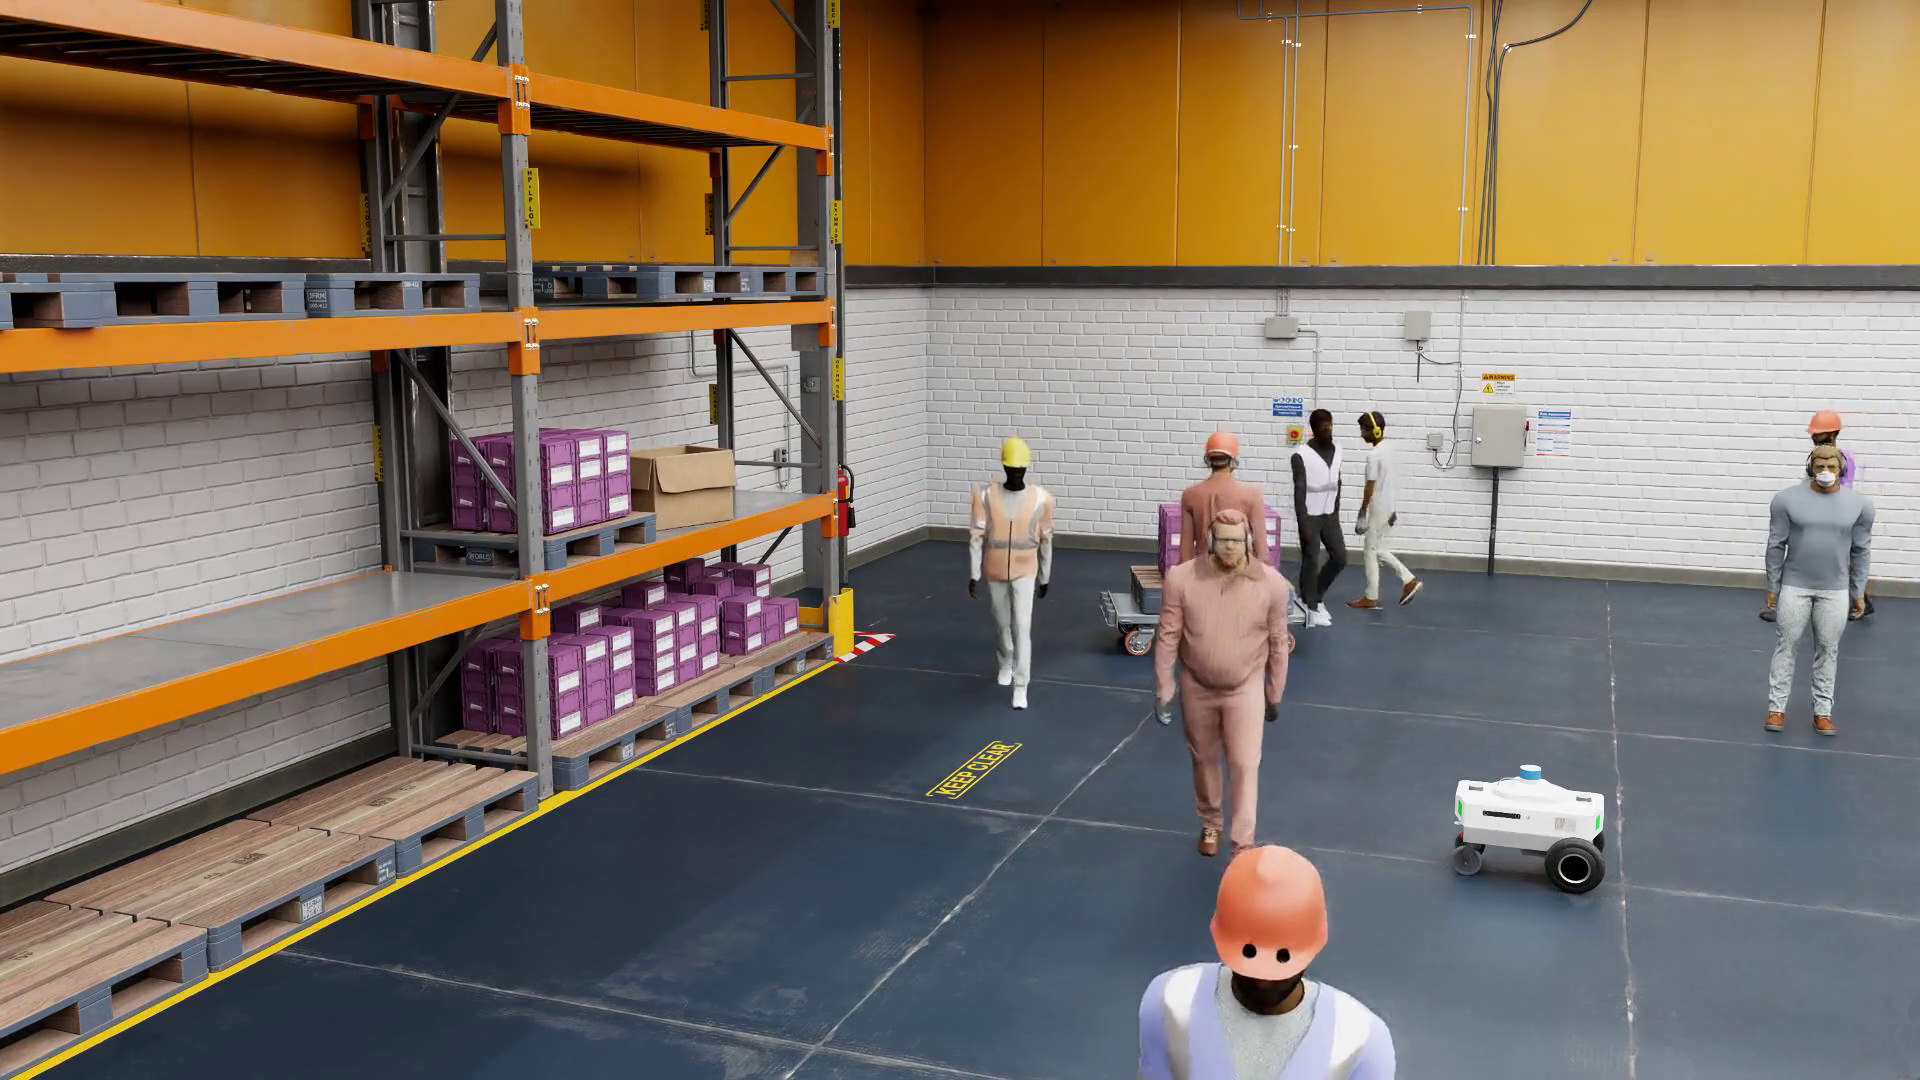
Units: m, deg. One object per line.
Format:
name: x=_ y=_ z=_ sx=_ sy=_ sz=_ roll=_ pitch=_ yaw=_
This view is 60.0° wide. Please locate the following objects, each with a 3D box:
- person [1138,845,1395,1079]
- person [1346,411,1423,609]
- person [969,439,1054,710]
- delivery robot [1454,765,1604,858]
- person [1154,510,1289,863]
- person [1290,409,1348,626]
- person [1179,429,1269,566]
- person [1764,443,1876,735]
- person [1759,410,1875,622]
person: x=0.591 y=1.552 z=3.459 sx=0.564 sy=1.883 sz=0.977 roll=3 pitch=9 yaw=17
person: x=3.820 y=-0.252 z=14.967 sx=0.587 sy=1.836 sz=0.565 roll=6 pitch=11 yaw=32
person: x=0.374 y=0.201 z=11.975 sx=0.589 sy=1.882 sz=0.988 roll=1 pitch=9 yaw=7
delivery robot: x=2.870 y=1.381 z=8.403 sx=0.707 sy=0.478 sz=0.477 roll=3 pitch=10 yaw=20
person: x=1.311 y=0.777 z=8.402 sx=0.657 sy=1.858 sz=0.966 roll=2 pitch=9 yaw=14
person: x=3.090 y=-0.191 z=14.349 sx=0.617 sy=1.899 sz=0.453 roll=-7 pitch=11 yaw=-36
person: x=1.810 y=0.234 z=11.512 sx=0.627 sy=2.004 sz=0.704 roll=6 pitch=11 yaw=34
person: x=5.660 y=0.324 z=11.001 sx=0.627 sy=1.940 sz=0.376 roll=4 pitch=10 yaw=22
person: x=7.587 y=-0.202 z=14.508 sx=1.019 sy=1.885 sz=0.537 roll=1 pitch=9 yaw=4
